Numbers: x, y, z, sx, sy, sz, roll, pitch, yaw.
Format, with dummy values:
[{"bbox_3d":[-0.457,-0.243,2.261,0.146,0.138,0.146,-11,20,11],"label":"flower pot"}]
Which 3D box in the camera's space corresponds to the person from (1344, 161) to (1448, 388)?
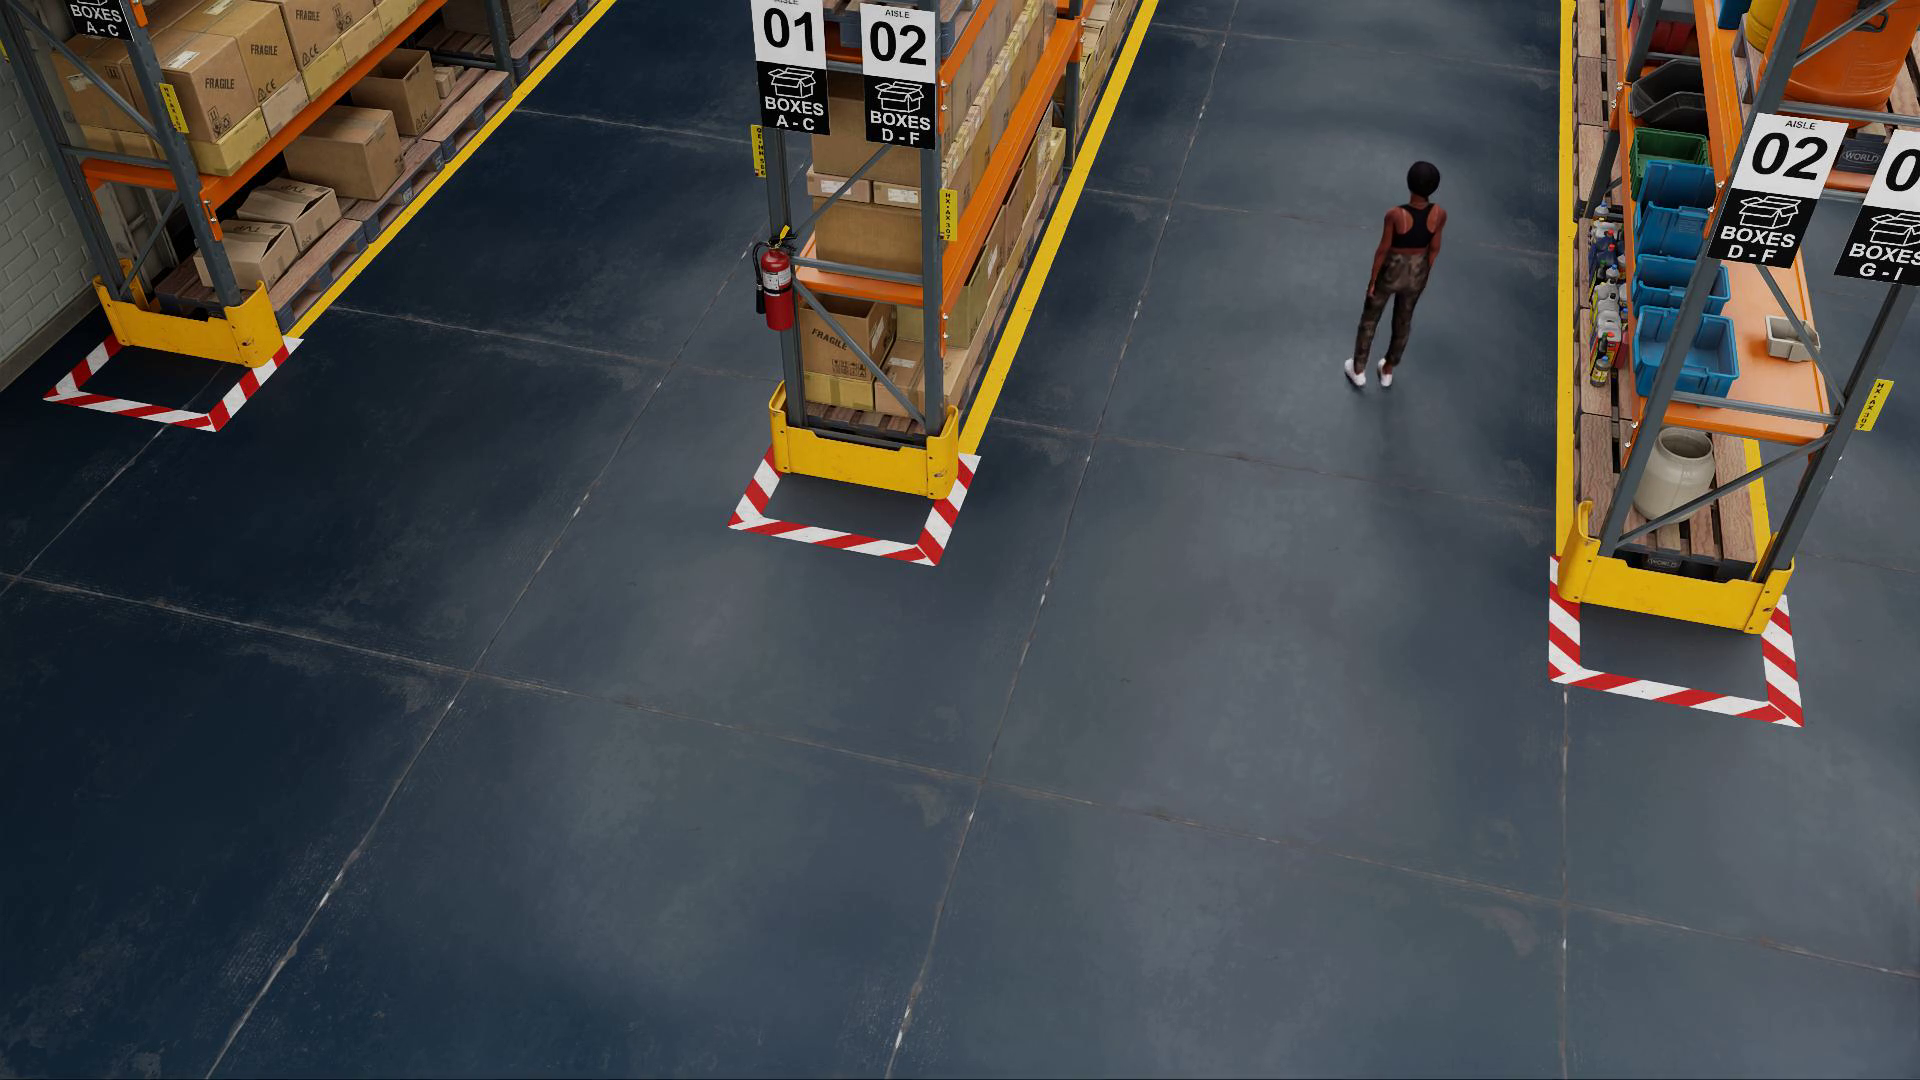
[{"bbox_3d":[2.879,-1.671,10.786,0.661,1.701,0.664,1,43,1],"label":"person"}]
